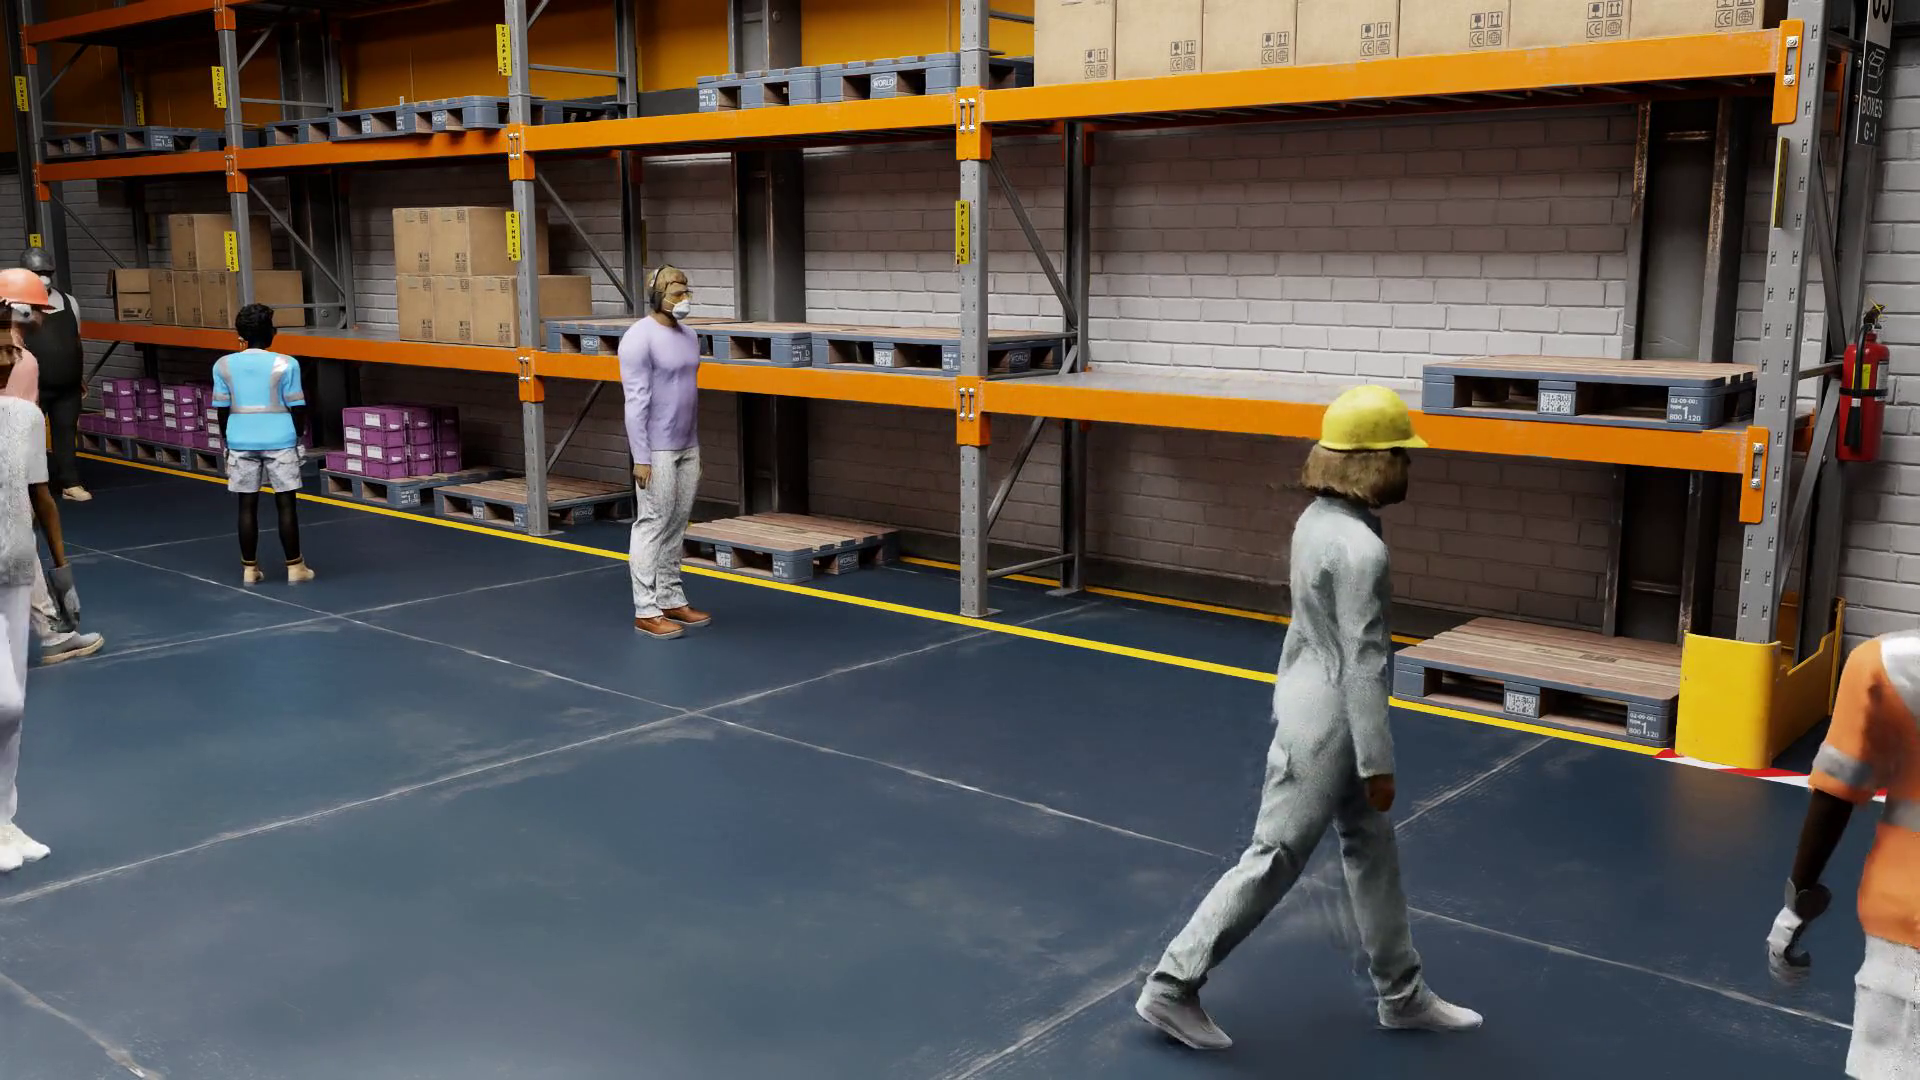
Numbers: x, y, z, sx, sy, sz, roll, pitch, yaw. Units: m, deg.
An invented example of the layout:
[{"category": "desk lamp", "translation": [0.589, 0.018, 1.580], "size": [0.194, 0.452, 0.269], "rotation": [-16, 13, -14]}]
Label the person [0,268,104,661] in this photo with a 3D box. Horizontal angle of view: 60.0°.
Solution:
[{"category": "person", "translation": [-4.522, -0.292, 7.776], "size": [0.675, 1.935, 0.954], "rotation": [8, 13, 37]}]

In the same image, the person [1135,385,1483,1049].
[{"category": "person", "translation": [0.875, 0.460, 4.154], "size": [0.897, 1.702, 0.497], "rotation": [0, 10, 2]}]

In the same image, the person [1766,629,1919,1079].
[{"category": "person", "translation": [1.780, 0.689, 2.991], "size": [0.582, 1.639, 0.799], "rotation": [1, 10, 8]}]

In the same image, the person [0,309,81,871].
[{"category": "person", "translation": [-3.122, 0.164, 5.374], "size": [0.489, 1.850, 0.559], "rotation": [4, 11, 21]}]

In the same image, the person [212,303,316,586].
[{"category": "person", "translation": [-4.174, -0.564, 9.960], "size": [0.536, 1.699, 0.322], "rotation": [0, 10, -2]}]

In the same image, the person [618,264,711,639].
[{"category": "person", "translation": [-1.539, -0.465, 8.718], "size": [0.352, 1.937, 0.635], "rotation": [4, 11, 20]}]

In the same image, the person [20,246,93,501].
[{"category": "person", "translation": [-7.200, -1.293, 13.142], "size": [0.536, 2.000, 0.684], "rotation": [7, 12, 34]}]
